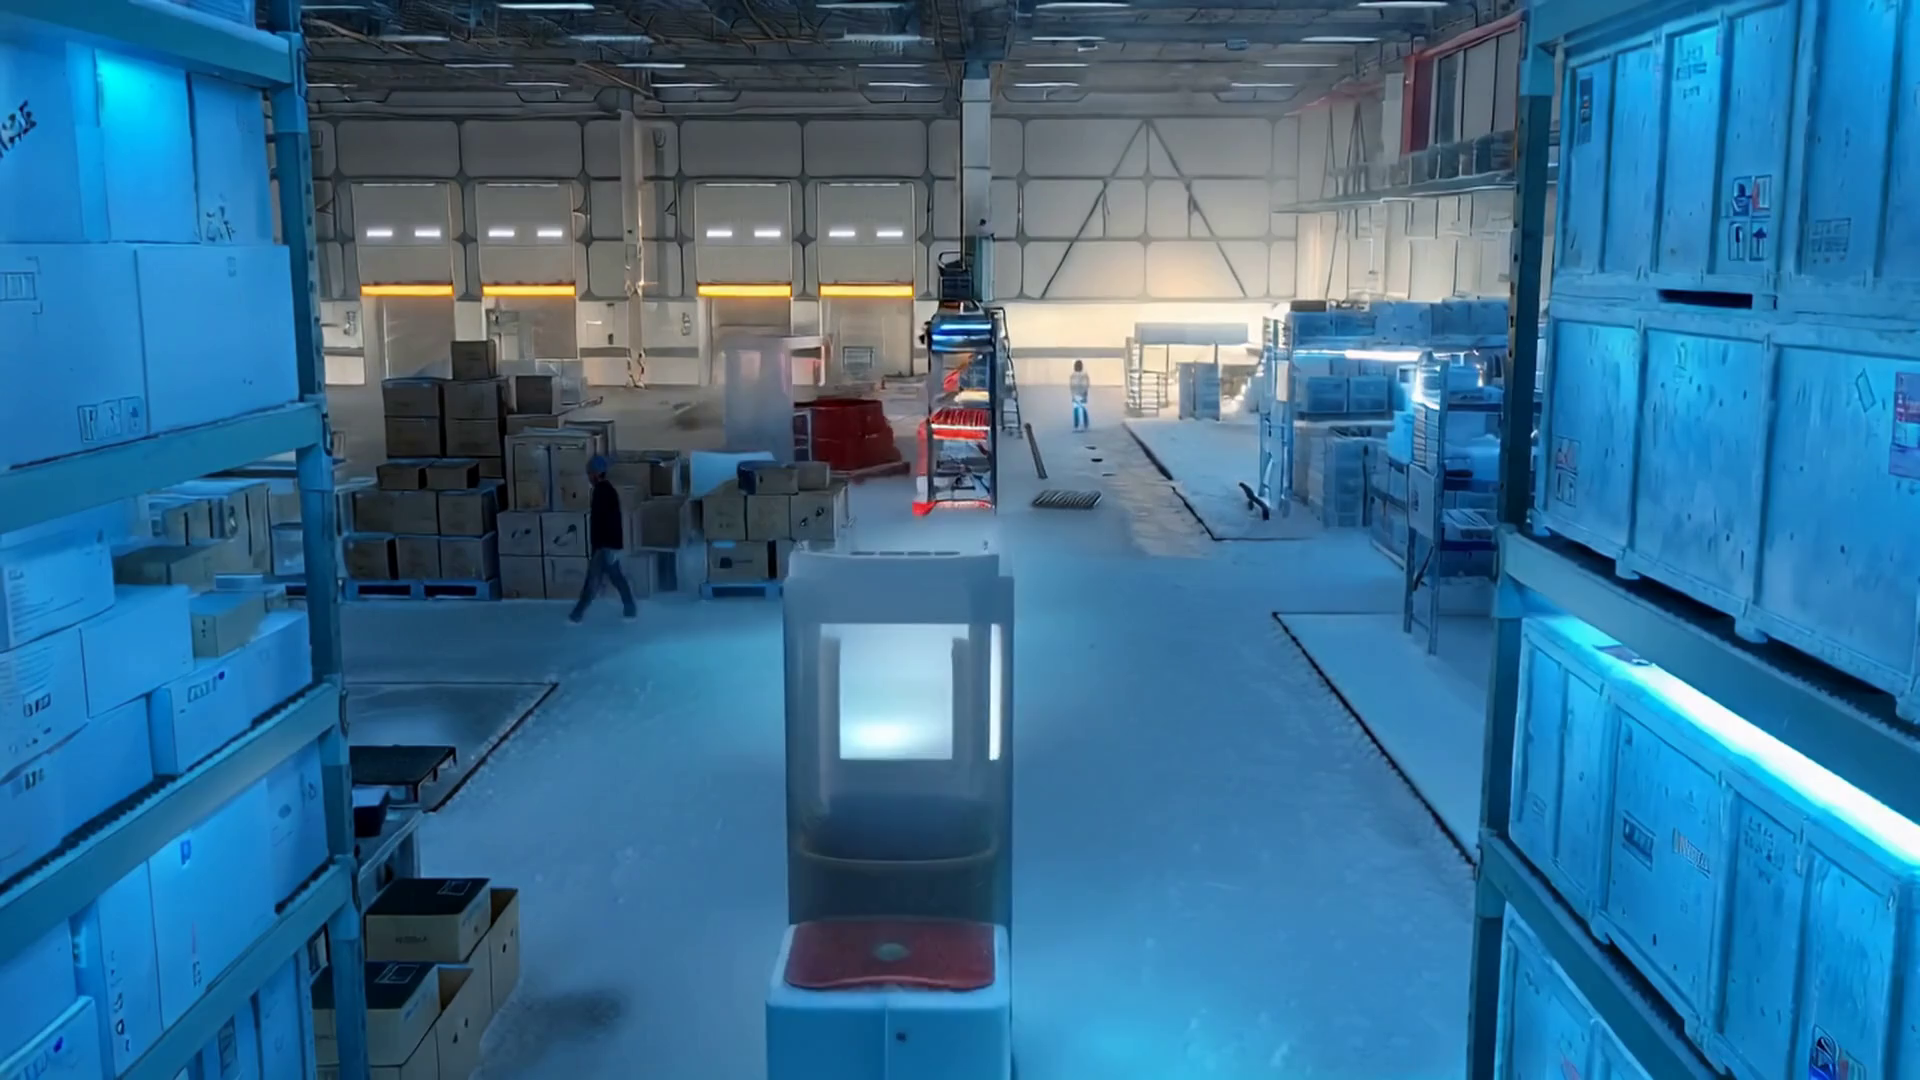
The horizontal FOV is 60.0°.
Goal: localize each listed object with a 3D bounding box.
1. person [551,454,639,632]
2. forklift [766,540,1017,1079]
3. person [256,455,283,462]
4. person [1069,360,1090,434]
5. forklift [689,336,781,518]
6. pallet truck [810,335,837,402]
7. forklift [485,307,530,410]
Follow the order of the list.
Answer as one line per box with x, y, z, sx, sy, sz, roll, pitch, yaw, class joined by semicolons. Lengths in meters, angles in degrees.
-3.996;0.038;18.163;0.988;1.942;0.652;-3;10;-18;person
-0.292;1.390;7.683;1.129;2.768;1.873;0;10;1;forklift
-10.465;-1.206;25.456;0.831;1.906;0.651;2;10;9;person
2.720;-3.251;37.862;0.320;1.698;0.538;-9;13;-42;person
-3.260;-1.779;25.967;1.129;2.768;1.873;7;12;34;forklift
-3.021;-4.312;43.126;1.885;1.965;0.823;3;10;17;pallet truck
-10.754;-4.150;39.646;1.129;2.768;1.873;0;10;1;forklift
